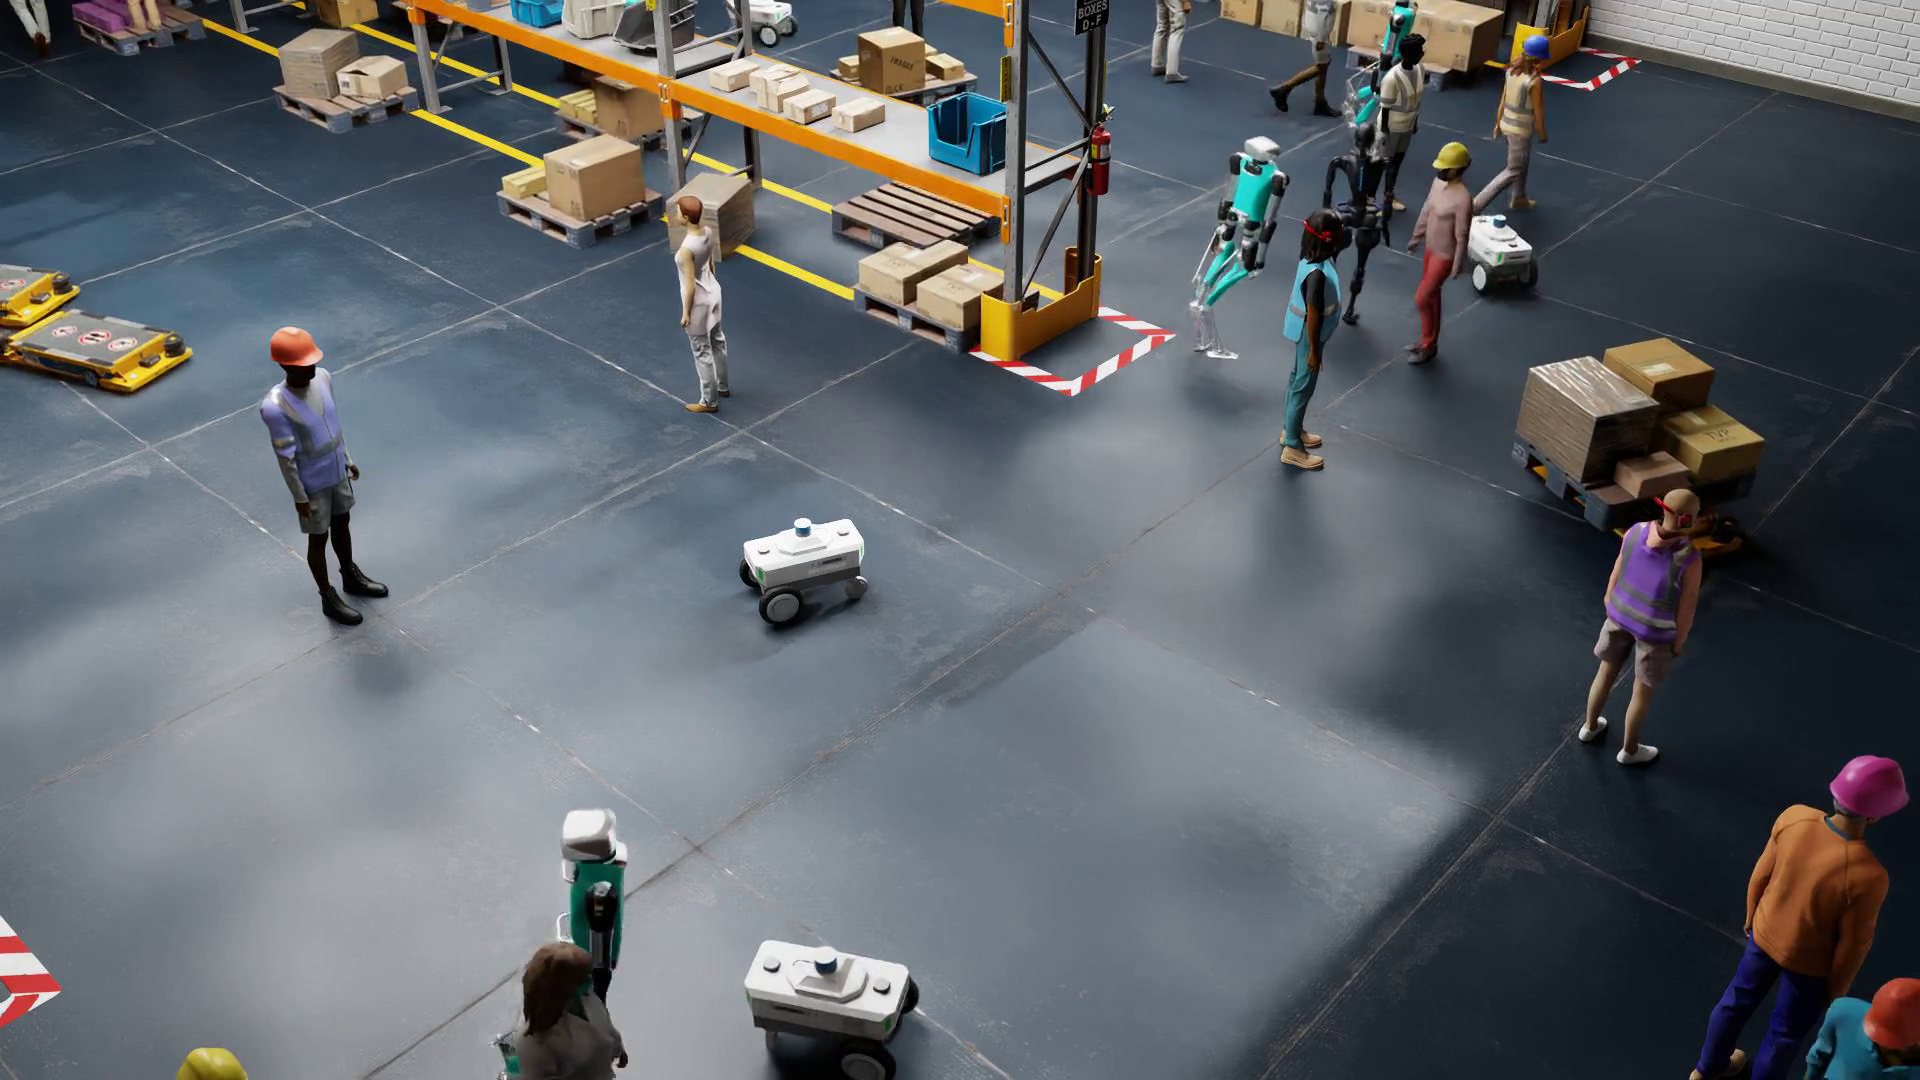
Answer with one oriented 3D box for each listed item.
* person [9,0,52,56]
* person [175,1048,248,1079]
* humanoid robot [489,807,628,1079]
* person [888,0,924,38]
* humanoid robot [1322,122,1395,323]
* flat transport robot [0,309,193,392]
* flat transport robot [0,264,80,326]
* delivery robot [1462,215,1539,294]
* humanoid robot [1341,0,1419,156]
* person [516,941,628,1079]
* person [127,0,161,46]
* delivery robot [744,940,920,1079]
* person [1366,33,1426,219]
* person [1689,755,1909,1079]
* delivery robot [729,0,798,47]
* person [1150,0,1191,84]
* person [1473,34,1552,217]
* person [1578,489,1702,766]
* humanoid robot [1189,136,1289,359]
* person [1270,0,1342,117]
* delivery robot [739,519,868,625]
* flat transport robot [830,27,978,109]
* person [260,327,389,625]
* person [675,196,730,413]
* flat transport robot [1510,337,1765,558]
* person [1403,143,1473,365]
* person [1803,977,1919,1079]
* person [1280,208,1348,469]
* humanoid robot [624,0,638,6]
[{"bbox_3d":[-10.527,-6.375,18.648,0.560,1.857,0.695,-24,41,-30],"label":"person"},{"bbox_3d":[-2.425,2.451,5.898,0.597,1.820,0.403,-22,40,-29],"label":"person"},{"bbox_3d":[-1.676,1.881,6.834,0.783,1.813,0.552,-8,35,-12],"label":"humanoid robot"},{"bbox_3d":[-0.557,-6.056,18.203,0.504,1.839,0.344,-7,35,-10],"label":"person"},{"bbox_3d":[3.143,-2.516,13.213,0.587,1.647,0.326,5,35,7],"label":"humanoid robot"},{"bbox_3d":[-6.790,-1.494,12.975,1.431,0.231,0.659,13,37,18],"label":"flat transport robot"},{"bbox_3d":[-8.145,-2.054,13.787,1.431,0.231,0.659,8,35,11],"label":"flat transport robot"},{"bbox_3d":[4.541,-2.454,14.111,0.499,0.591,0.768,-8,35,-12],"label":"delivery robot"},{"bbox_3d":[3.913,-4.394,15.969,0.732,1.888,0.541,17,38,23],"label":"humanoid robot"},{"bbox_3d":[-1.480,2.156,6.465,0.379,1.645,0.517,4,35,6],"label":"person"},{"bbox_3d":[-9.490,-6.523,18.956,0.594,1.738,0.415,-25,42,-31],"label":"person"},{"bbox_3d":[-0.574,2.075,7.544,0.757,0.586,0.523,8,35,11],"label":"delivery robot"},{"bbox_3d":[3.932,-3.730,14.964,0.528,1.688,0.323,-27,43,-33],"label":"person"},{"bbox_3d":[3.484,1.668,6.886,0.385,1.982,0.515,-15,37,-21],"label":"person"},{"bbox_3d":[-2.311,-6.083,19.387,0.814,0.612,0.499,14,37,20],"label":"delivery robot"},{"bbox_3d":[2.268,-5.890,17.921,0.401,1.889,0.549,-19,39,-25],"label":"person"},{"bbox_3d":[4.971,-3.679,14.860,0.847,1.715,0.444,-9,36,-12],"label":"person"},{"bbox_3d":[3.649,0.460,8.889,0.349,1.691,0.484,-22,40,-28],"label":"person"},{"bbox_3d":[2.011,-2.163,12.659,0.745,1.763,0.561,-21,40,-27],"label":"humanoid robot"},{"bbox_3d":[3.629,-5.243,16.960,0.677,1.916,0.545,4,35,6],"label":"person"},{"bbox_3d":[-0.984,0.149,10.351,0.794,0.603,0.499,-13,37,-19],"label":"delivery robot"},{"bbox_3d":[-0.638,-4.617,17.499,0.659,0.231,1.431,-20,39,-26],"label":"flat transport robot"},{"bbox_3d":[-3.799,-0.398,9.919,0.363,1.939,0.542,11,36,15],"label":"person"},{"bbox_3d":[-1.890,-1.712,12.064,0.278,1.659,0.459,10,36,14],"label":"person"},{"bbox_3d":[4.530,-0.316,11.269,0.659,0.231,1.431,-12,36,-17],"label":"flat transport robot"},{"bbox_3d":[3.589,-2.185,12.669,0.460,1.754,0.540,-5,35,-7],"label":"person"},{"bbox_3d":[3.446,2.240,6.321,0.998,1.684,0.592,-26,42,-33],"label":"person"},{"bbox_3d":[2.411,-1.387,11.414,0.391,1.866,0.519,6,35,8],"label":"person"},{"bbox_3d":[-3.661,-5.963,18.172,1.032,1.739,0.548,7,35,11],"label":"humanoid robot"}]
